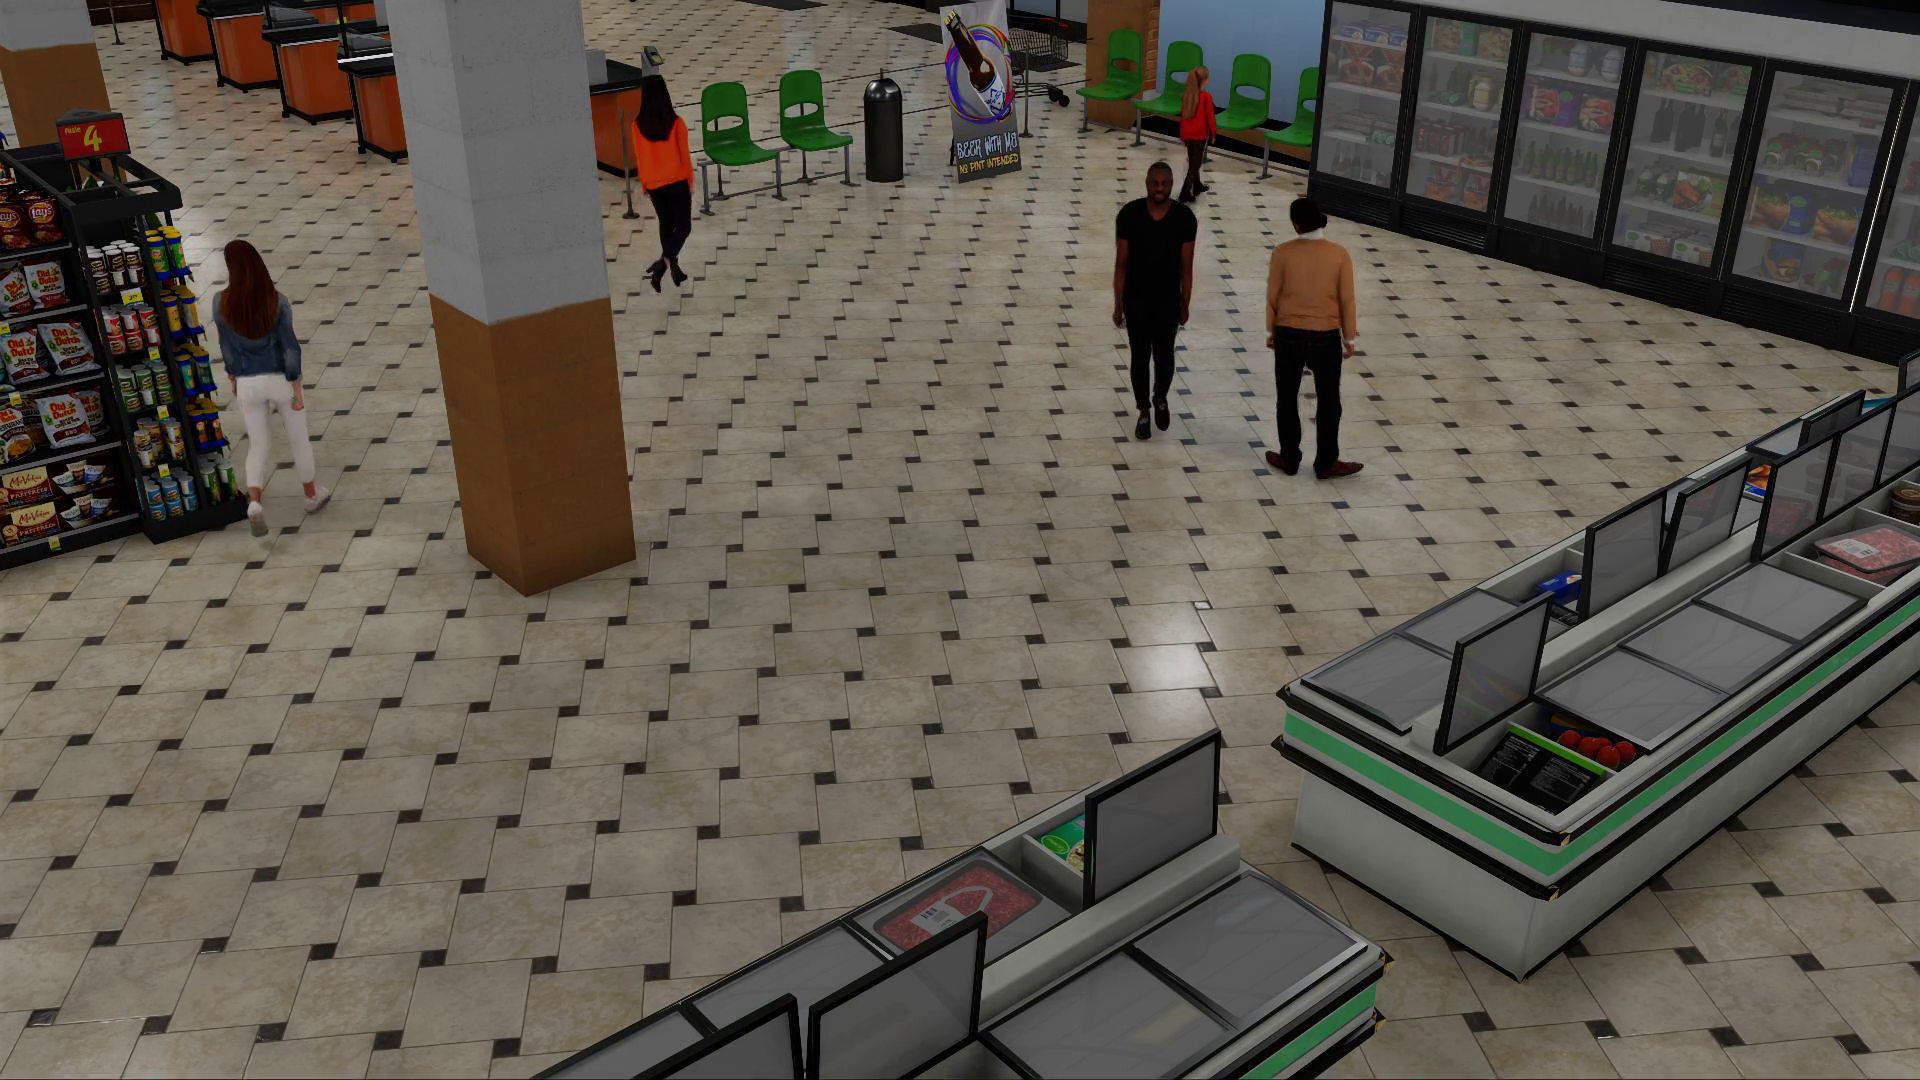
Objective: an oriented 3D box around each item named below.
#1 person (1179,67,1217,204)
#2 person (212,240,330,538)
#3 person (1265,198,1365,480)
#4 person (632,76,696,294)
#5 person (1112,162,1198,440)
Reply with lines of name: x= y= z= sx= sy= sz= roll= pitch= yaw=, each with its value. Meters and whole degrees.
person: x=2.218 y=-3.832 z=15.811 sx=0.548 sy=1.265 sz=0.801 roll=24 pitch=35 yaw=38
person: x=-3.965 y=-0.830 z=9.440 sx=1.019 sy=1.674 sz=0.985 roll=-2 pitch=27 yaw=-5
person: x=2.151 y=-1.206 z=10.121 sx=0.898 sy=1.727 sz=0.845 roll=13 pitch=30 yaw=23
person: x=-2.351 y=-2.788 z=13.241 sx=0.941 sy=1.727 sz=1.098 roll=8 pitch=28 yaw=15
person: x=1.234 y=-1.559 z=10.727 sx=0.814 sy=1.809 sz=0.862 roll=5 pitch=27 yaw=10
